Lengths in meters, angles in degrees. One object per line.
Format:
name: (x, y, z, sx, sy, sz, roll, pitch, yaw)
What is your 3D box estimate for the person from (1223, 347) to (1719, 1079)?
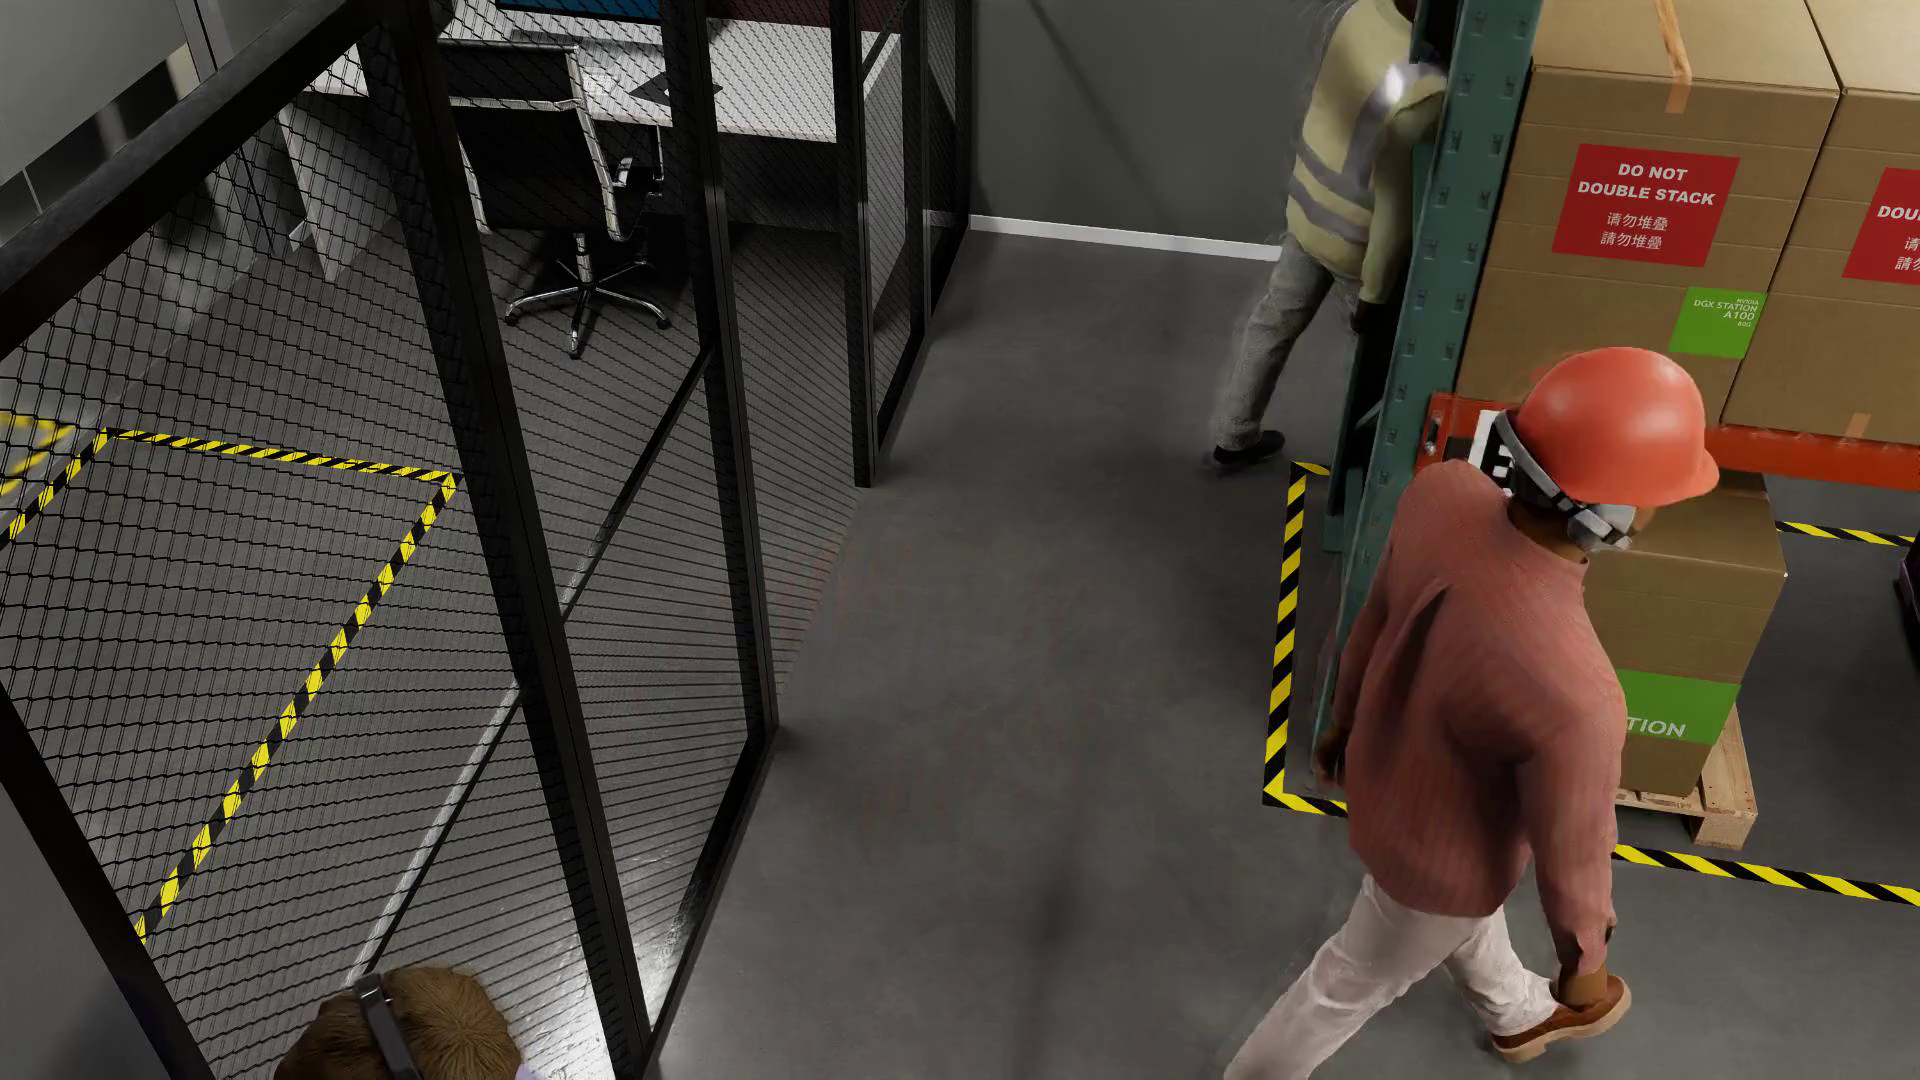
person: (0.971, 0.489, 2.925, 0.995, 1.941, 0.660, -4, 41, -5)

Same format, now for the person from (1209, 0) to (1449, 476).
person: (1.182, -0.872, 4.626, 0.849, 1.766, 0.588, -11, 42, -12)

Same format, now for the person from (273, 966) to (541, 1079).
person: (-0.527, 1.152, 2.173, 0.630, 1.938, 0.371, 19, 44, 20)
